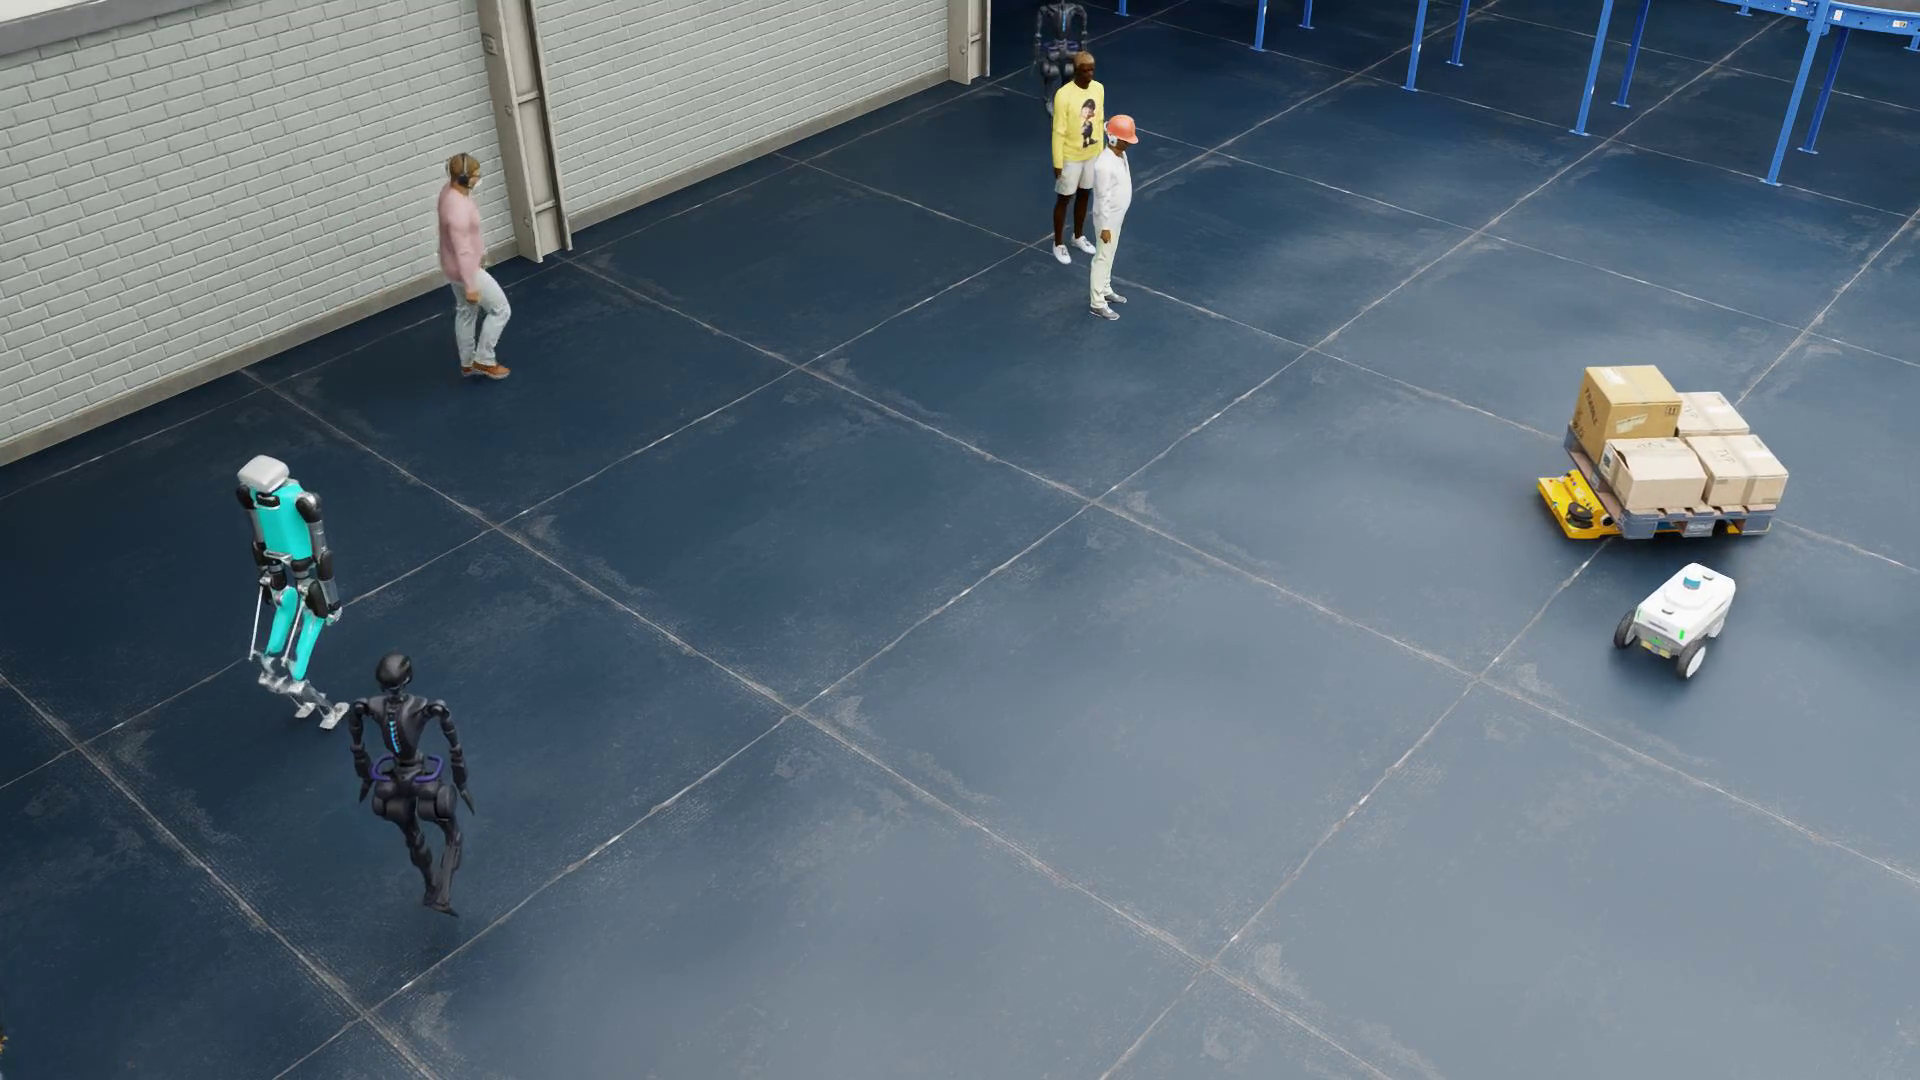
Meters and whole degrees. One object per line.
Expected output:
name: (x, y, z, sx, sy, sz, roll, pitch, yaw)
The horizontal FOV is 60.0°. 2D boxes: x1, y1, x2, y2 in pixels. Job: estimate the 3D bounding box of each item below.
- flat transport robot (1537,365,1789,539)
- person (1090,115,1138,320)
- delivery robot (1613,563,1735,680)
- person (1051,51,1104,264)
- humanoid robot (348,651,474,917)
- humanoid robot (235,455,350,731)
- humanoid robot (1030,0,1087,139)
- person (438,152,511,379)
flat transport robot: (4.917, -0.287, 11.791, 1.431, 0.231, 0.659, -2, 36, -3)
person: (1.284, -2.721, 13.935, 0.336, 1.742, 0.562, 10, 37, 14)
delivery robot: (4.549, 0.460, 10.480, 0.769, 0.577, 0.499, -29, 44, -34)
person: (1.042, -3.410, 14.772, 0.554, 1.898, 0.362, -22, 41, -27)
humanoid robot: (-2.786, 1.286, 8.373, 0.596, 1.644, 0.507, -1, 35, -1)
humanoid robot: (-3.891, 0.394, 9.510, 0.550, 1.742, 0.679, 13, 37, 17)
humanoid robot: (1.027, -4.979, 17.188, 0.610, 1.630, 0.590, -5, 36, -6)
person: (-3.794, -2.095, 12.913, 0.508, 1.909, 0.688, -14, 38, -18)
